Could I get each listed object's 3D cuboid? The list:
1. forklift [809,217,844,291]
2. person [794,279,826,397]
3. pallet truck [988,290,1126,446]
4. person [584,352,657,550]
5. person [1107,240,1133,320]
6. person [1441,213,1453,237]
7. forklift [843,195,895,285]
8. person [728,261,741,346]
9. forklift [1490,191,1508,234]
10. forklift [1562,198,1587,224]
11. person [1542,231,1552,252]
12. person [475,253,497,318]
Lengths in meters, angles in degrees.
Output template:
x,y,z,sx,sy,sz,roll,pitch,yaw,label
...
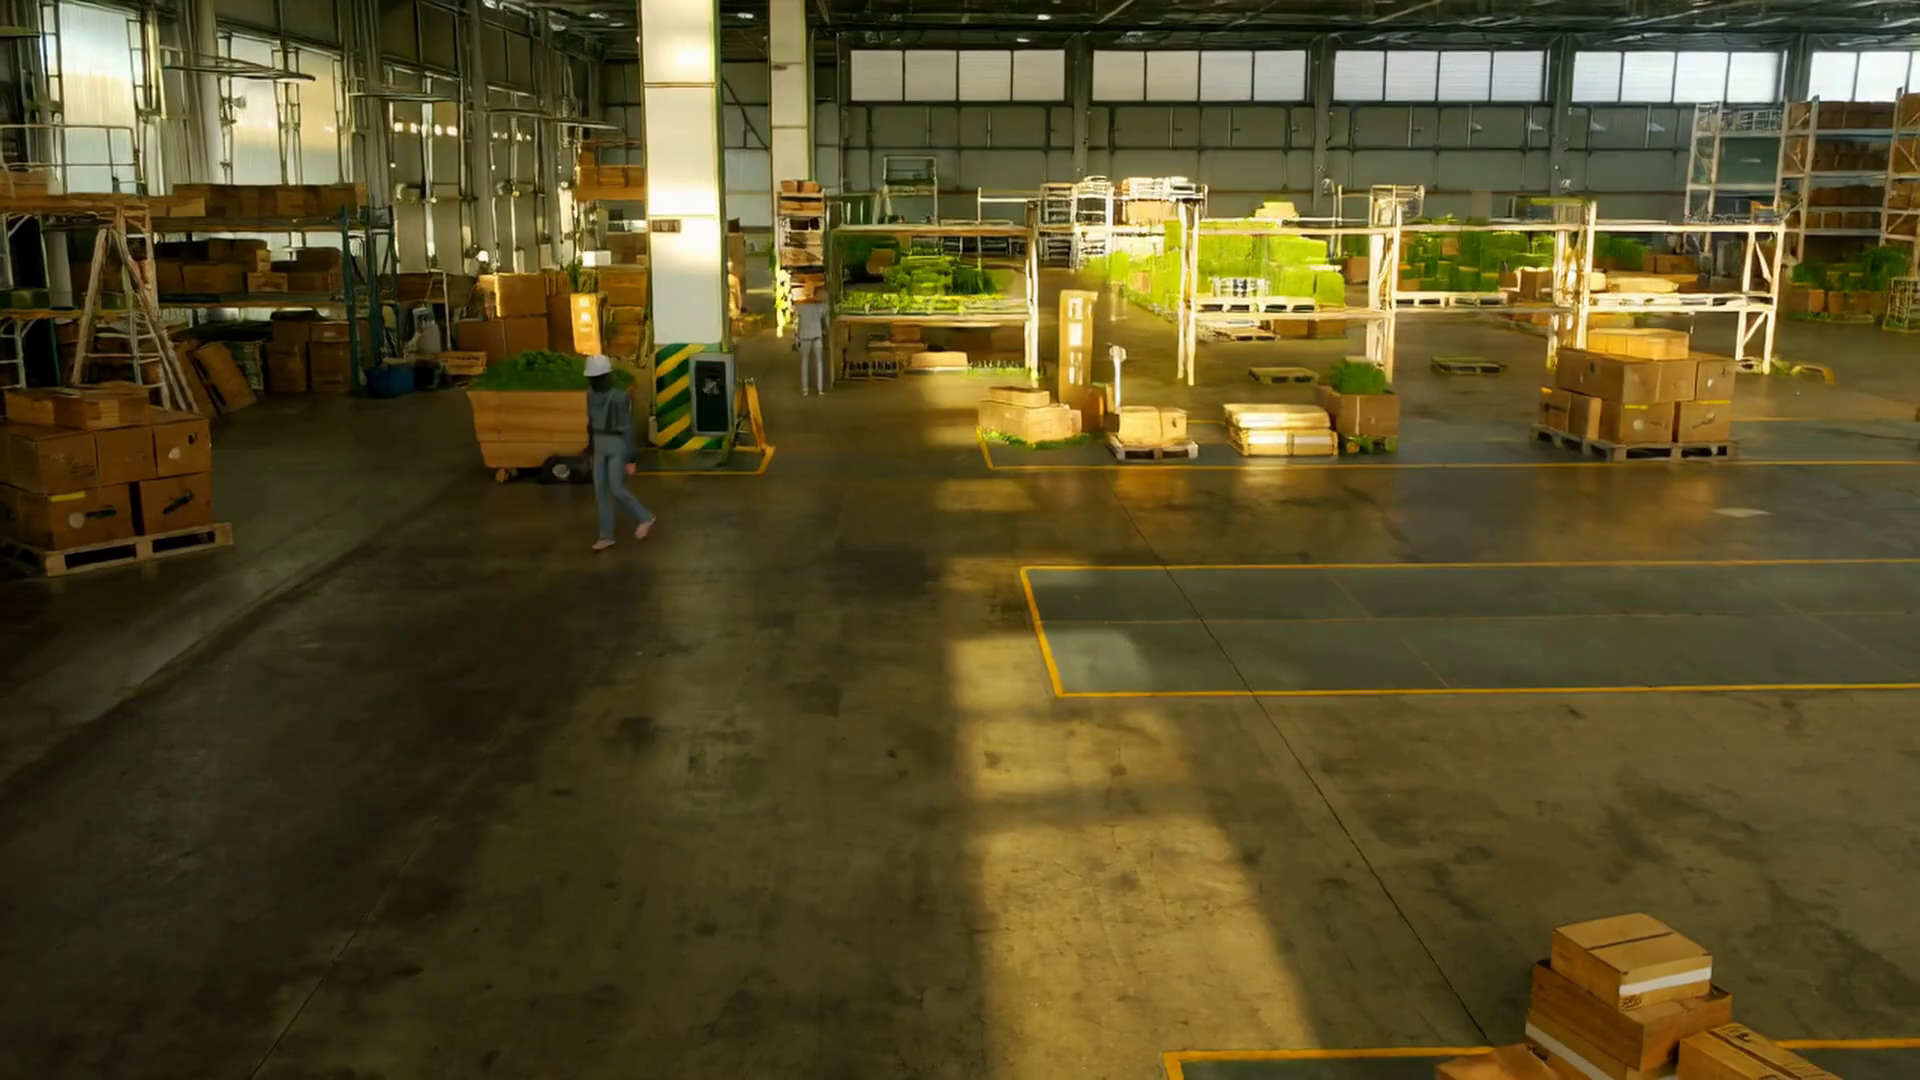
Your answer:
x,y,z,sx,sy,sz,roll,pitch,yaw,label
-4.375,-8.619,48.637,1.873,2.768,1.129,0,12,-2,forklift
-2.389,-3.206,26.497,0.521,1.873,0.334,0,12,0,person
1.257,-2.299,22.111,1.885,1.965,0.823,-9,15,-35,pallet truck
-3.280,-0.858,15.830,0.636,1.899,0.639,10,16,39,person
3.861,-6.276,40.199,0.628,1.940,0.377,0,12,0,person
19.195,-11.839,65.318,0.628,1.940,0.377,0,12,0,person
-3.128,-9.571,52.936,1.873,2.768,1.129,-7,14,-28,forklift
-4.786,-4.881,34.346,0.485,1.744,0.308,0,12,0,person
20.312,-11.776,62.890,1.873,2.768,1.129,0,12,-2,forklift
17.204,-8.212,46.797,1.873,2.768,1.129,0,12,-2,forklift
17.351,-8.211,48.808,0.611,1.996,0.387,0,12,0,person
-11.662,-6.269,40.964,0.525,1.593,0.882,-1,13,-6,person
